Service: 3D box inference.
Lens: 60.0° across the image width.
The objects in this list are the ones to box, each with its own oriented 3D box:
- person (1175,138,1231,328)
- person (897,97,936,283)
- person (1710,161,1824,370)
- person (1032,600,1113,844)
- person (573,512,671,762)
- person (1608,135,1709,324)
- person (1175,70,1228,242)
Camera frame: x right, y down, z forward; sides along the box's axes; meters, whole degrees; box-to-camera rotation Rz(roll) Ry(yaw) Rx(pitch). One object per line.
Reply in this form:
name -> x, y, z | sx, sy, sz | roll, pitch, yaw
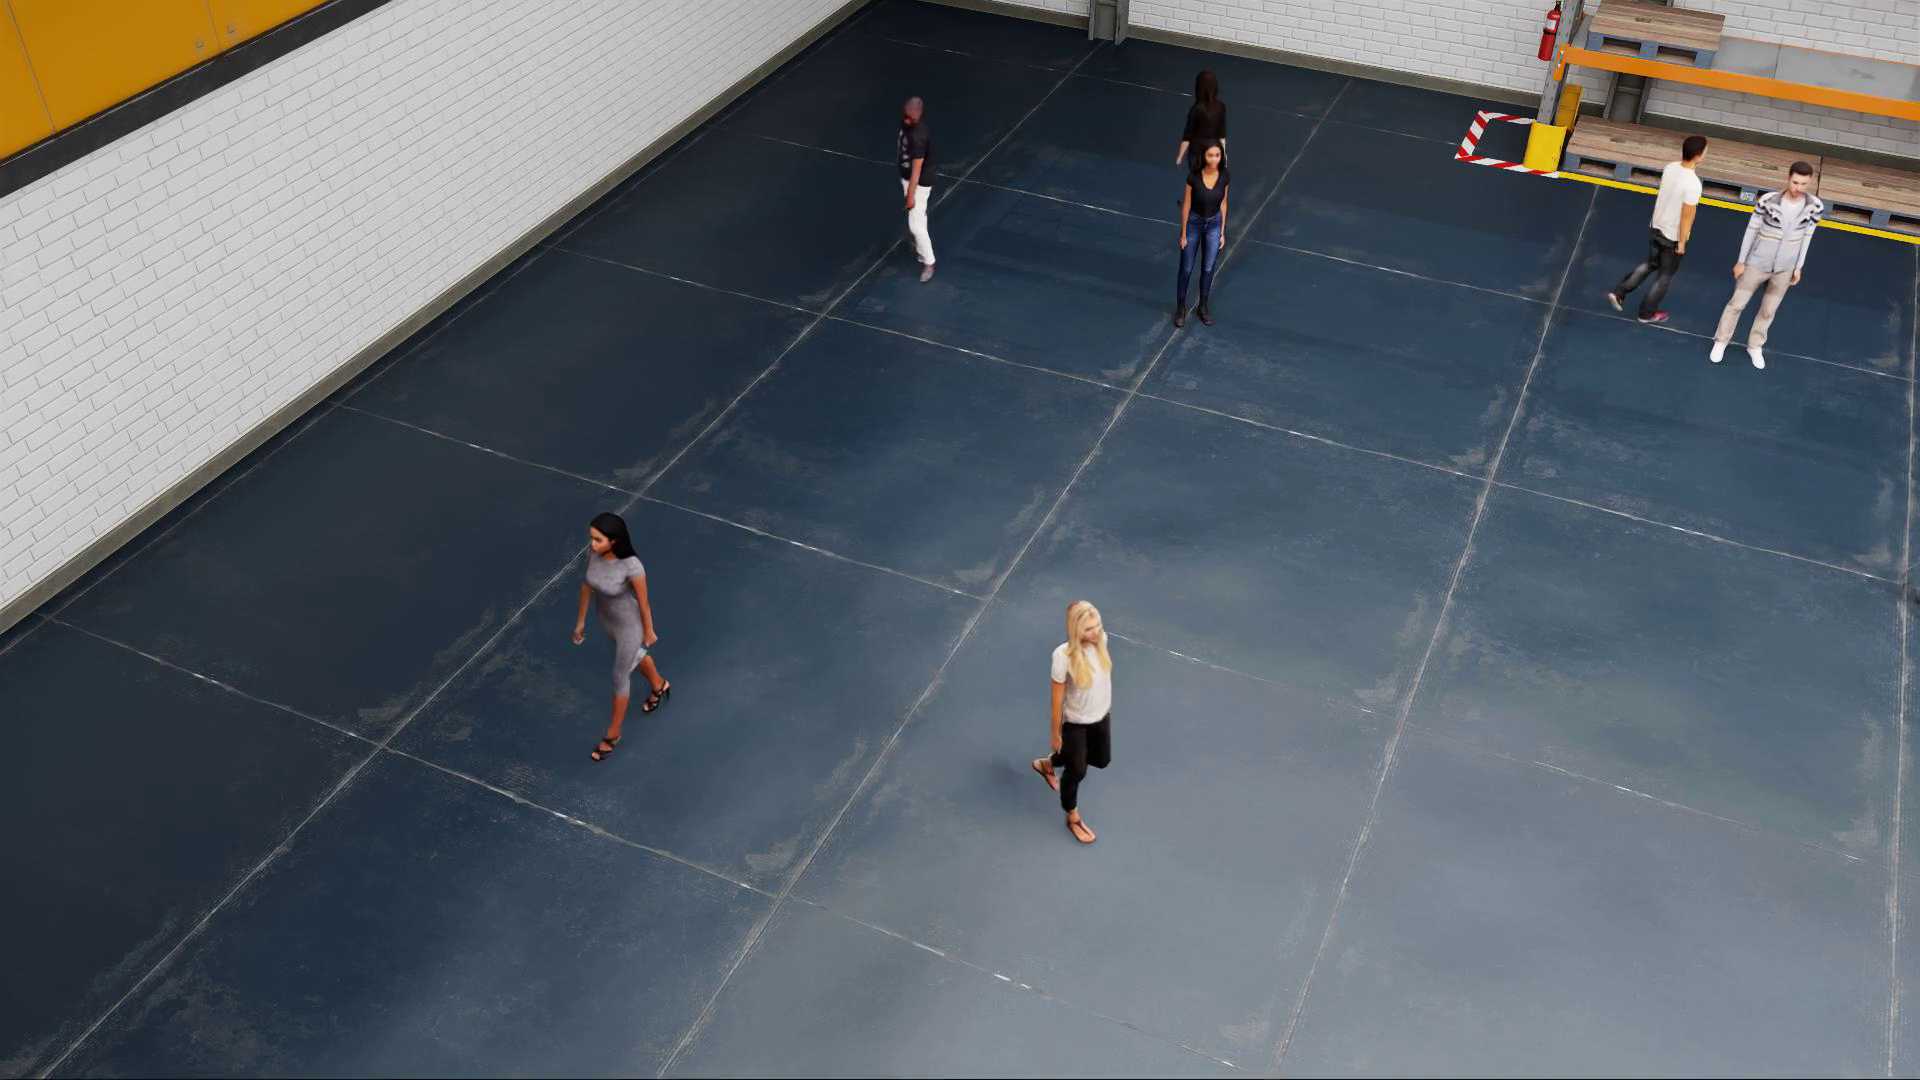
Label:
person -> 2.113, -2.697, 14.541 | 0.618, 1.737, 0.706 | -5, 39, -6
person -> -0.382, -3.315, 15.286 | 0.900, 1.772, 0.951 | 3, 39, 4
person -> 6.822, -2.340, 13.995 | 0.573, 1.860, 0.794 | 8, 39, 10
person -> 0.634, 1.020, 9.823 | 0.880, 1.816, 0.751 | 30, 48, 32
person -> -2.066, 0.500, 10.527 | 0.993, 1.749, 0.806 | 27, 46, 30
person -> 6.087, -2.673, 14.471 | 0.979, 1.785, 0.906 | -10, 40, -12
person -> 2.348, -3.591, 15.770 | 0.977, 1.600, 1.119 | -18, 42, -21
